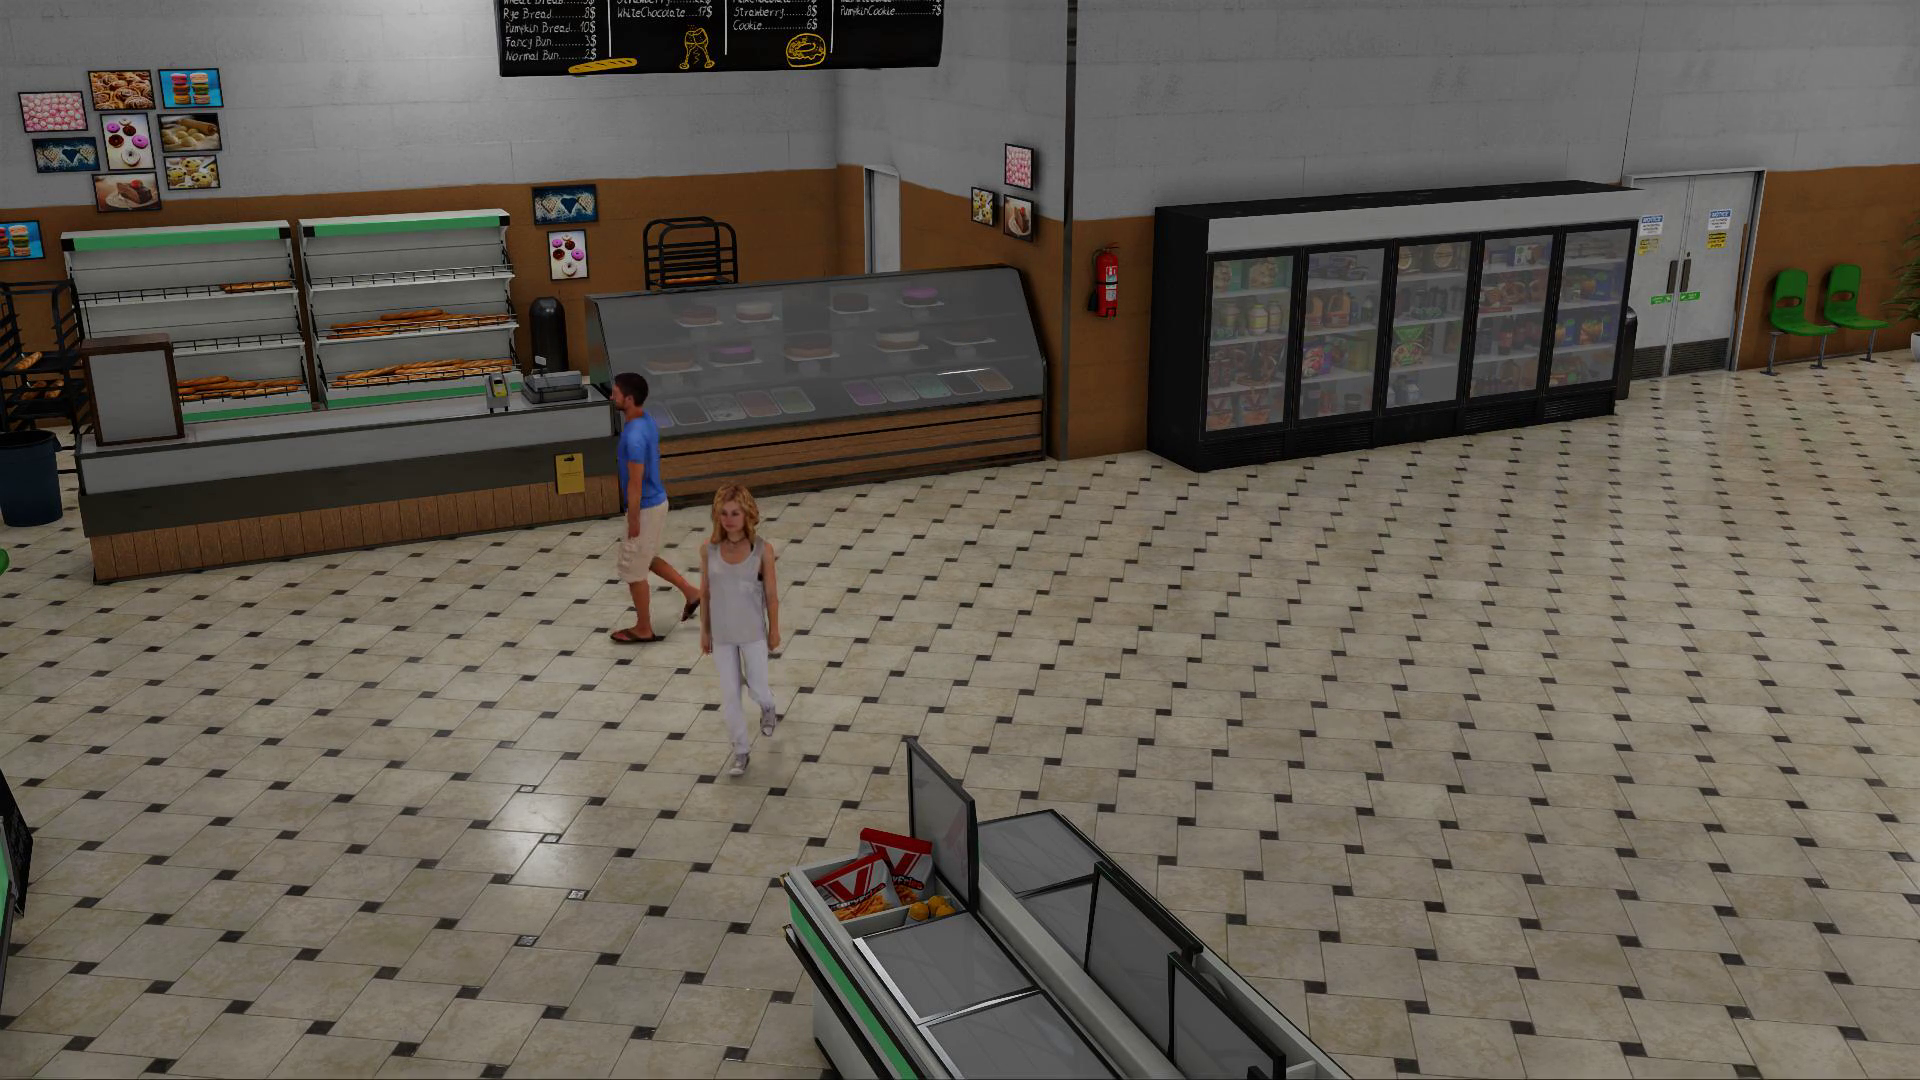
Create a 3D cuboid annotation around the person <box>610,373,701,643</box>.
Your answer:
[{"bbox_3d":[-2.034,-0.211,11.110,0.918,1.846,0.937,0,19,0],"label":"person"}]

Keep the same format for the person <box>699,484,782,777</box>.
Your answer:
[{"bbox_3d":[-1.219,0.476,9.369,0.830,1.658,0.938,2,19,7],"label":"person"}]
